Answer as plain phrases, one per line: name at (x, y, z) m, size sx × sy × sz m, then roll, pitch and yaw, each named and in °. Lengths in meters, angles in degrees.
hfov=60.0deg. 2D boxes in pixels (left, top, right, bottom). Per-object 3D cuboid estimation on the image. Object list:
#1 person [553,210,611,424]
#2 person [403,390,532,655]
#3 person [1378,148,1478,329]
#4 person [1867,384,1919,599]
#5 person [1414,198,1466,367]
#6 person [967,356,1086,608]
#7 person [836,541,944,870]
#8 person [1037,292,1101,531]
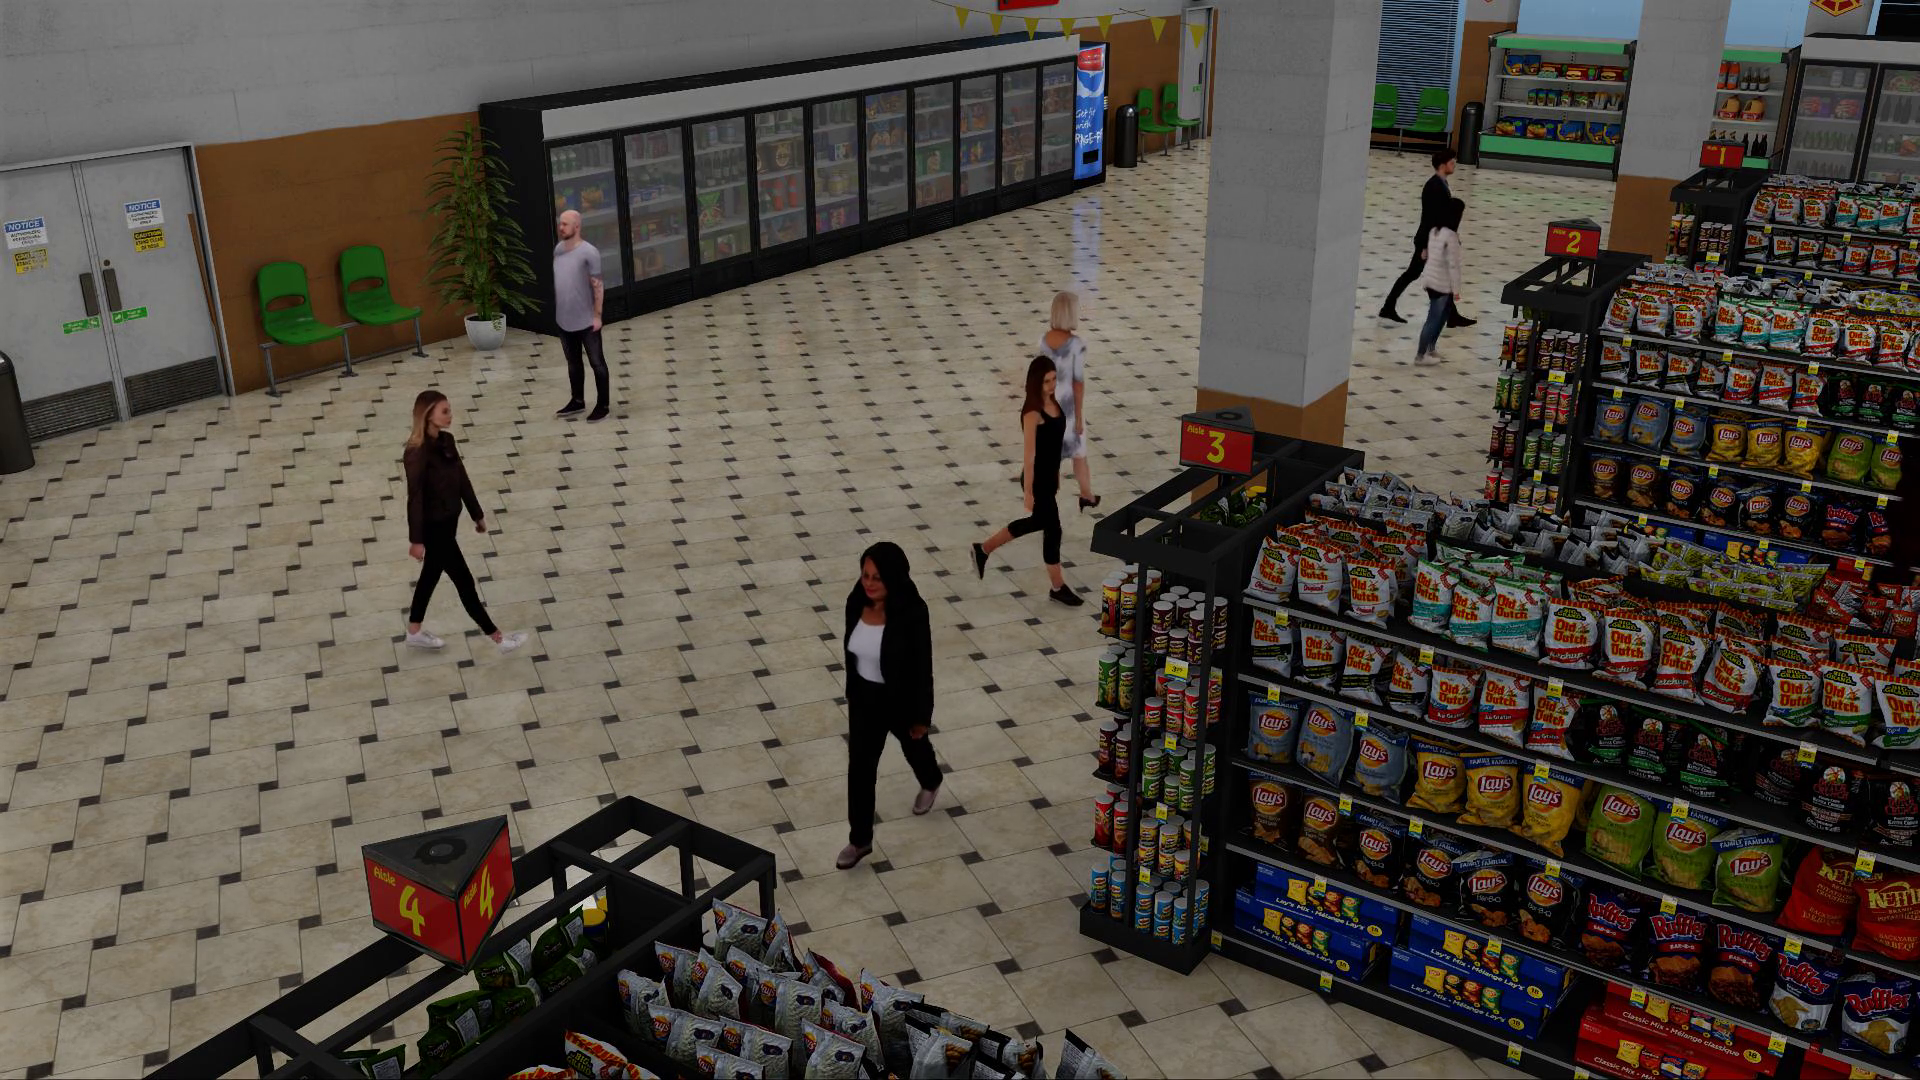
person at (-3.296, -1.949, 14.403) m, size 0.519 × 1.837 × 0.733 m, roll 13°, pitch 25°, yaw 30°
person at (-3.190, -0.063, 9.955) m, size 1.183 × 1.655 × 0.944 m, roll 4°, pitch 22°, yaw 10°
person at (4.795, -3.095, 17.248) m, size 1.336 × 1.843 × 1.077 m, roll 3°, pitch 22°, yaw 8°
person at (5.784, -0.198, 10.152) m, size 0.752 × 1.758 × 0.757 m, roll 4°, pitch 22°, yaw 11°
person at (4.536, -2.465, 15.976) m, size 0.818 × 1.622 × 0.753 m, roll -4°, pitch 22°, yaw -11°
person at (0.434, -0.367, 10.665) m, size 1.094 × 1.688 × 0.736 m, roll 8°, pitch 23°, yaw 20°
person at (-0.287, 0.742, 8.055) m, size 1.088 × 1.577 × 0.839 m, roll 10°, pitch 24°, yaw 23°
person at (0.675, -0.884, 11.907) m, size 0.841 × 1.722 × 0.648 m, roll 14°, pitch 26°, yaw 31°
